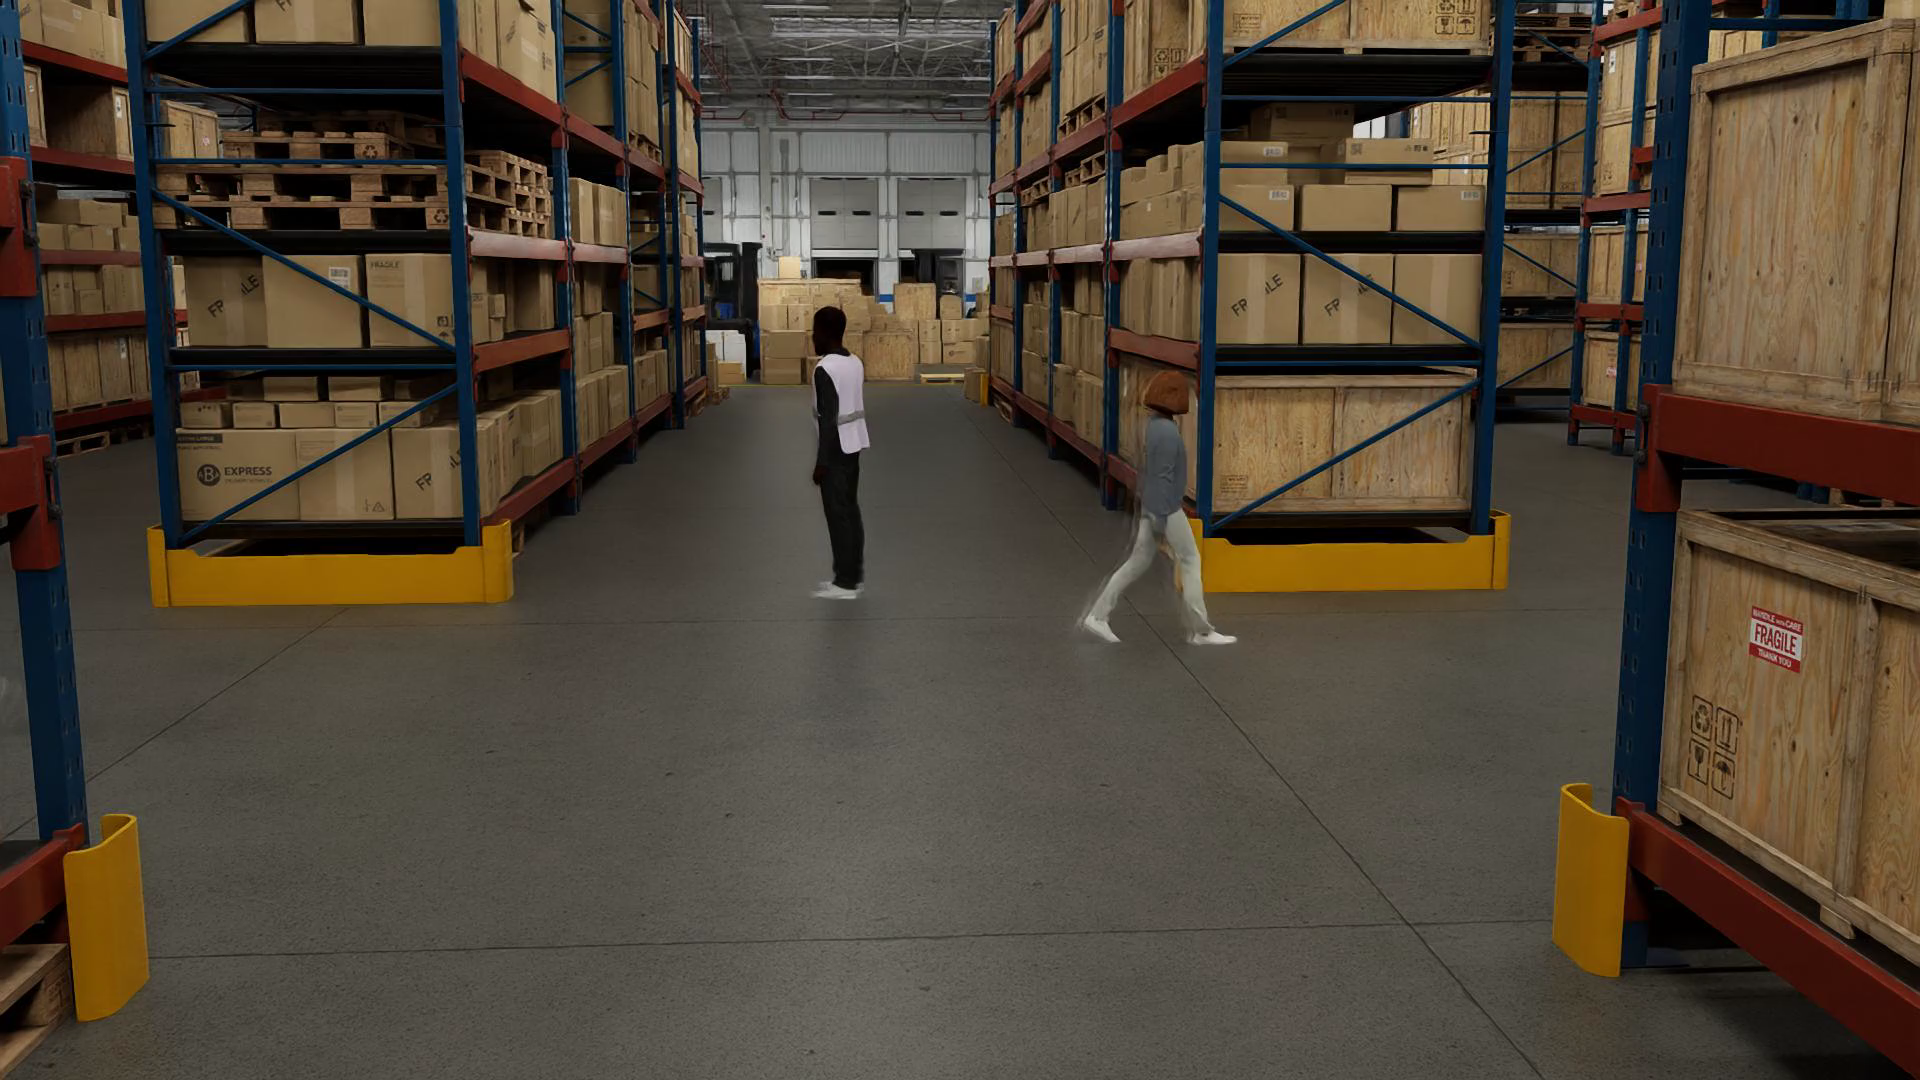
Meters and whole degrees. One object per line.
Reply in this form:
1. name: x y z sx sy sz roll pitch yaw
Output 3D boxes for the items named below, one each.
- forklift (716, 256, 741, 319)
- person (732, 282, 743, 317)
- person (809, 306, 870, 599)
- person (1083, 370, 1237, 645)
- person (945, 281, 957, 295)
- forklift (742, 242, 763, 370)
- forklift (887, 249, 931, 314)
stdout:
1. forklift: -8.543 -9.115 61.562 1.129 2.768 1.873 -1 9 -4
2. person: -7.104 -7.448 54.042 0.635 1.938 0.361 4 10 26
3. person: -0.790 -0.570 10.921 0.372 1.916 0.596 3 9 16
4. person: 1.127 -0.177 9.469 0.855 1.595 0.500 -1 9 -7
5. person: -0.297 -8.220 58.980 0.828 1.920 0.637 -5 11 -31
6. forklift: -4.554 -5.113 36.432 1.873 2.768 1.129 -1 9 -5
7. forklift: -1.021 -6.480 45.020 1.873 2.768 1.129 -2 9 -12
